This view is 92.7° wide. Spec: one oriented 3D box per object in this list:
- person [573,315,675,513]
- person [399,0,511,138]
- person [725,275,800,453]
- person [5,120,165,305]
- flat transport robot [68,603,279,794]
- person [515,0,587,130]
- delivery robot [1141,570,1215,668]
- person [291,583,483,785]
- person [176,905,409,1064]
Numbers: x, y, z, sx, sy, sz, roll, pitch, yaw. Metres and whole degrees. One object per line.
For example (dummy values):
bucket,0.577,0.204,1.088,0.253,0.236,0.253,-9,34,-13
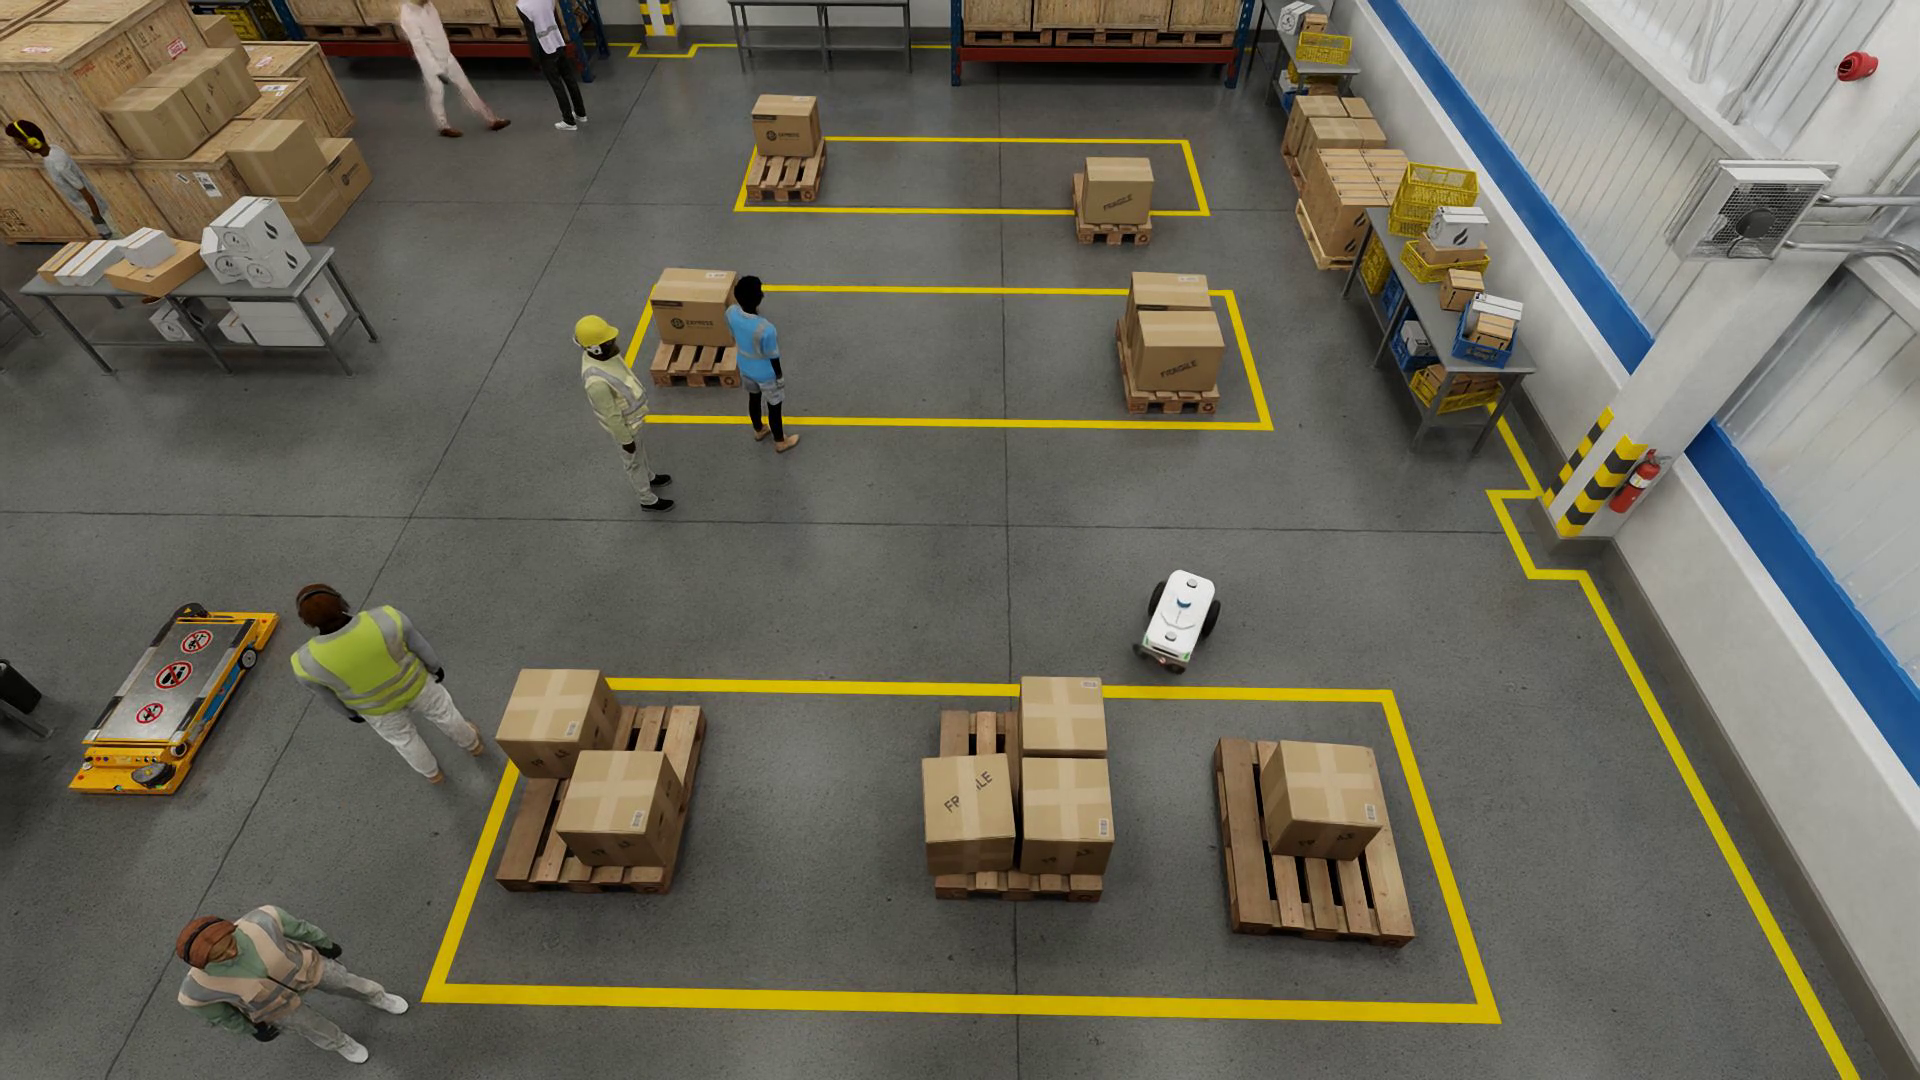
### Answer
person,-2.610,-0.970,7.151,0.403,1.837,0.590,-11,51,-9
person,-6.362,-5.895,11.302,0.970,1.857,0.658,8,50,7
person,-1.657,-1.439,7.644,0.527,1.690,0.318,31,57,24
person,-8.538,-3.209,9.028,0.328,1.865,0.519,-36,58,-26
flat transport robot,-5.504,1.072,6.442,0.652,0.197,1.431,1,50,1
person,-5.145,-6.151,11.480,0.391,1.922,0.587,18,52,14
delivery robot,1.584,0.564,6.628,0.477,0.478,0.707,20,53,16
person,-3.470,0.889,5.583,0.614,1.835,0.428,-35,58,-26
person,-3.348,2.224,4.582,0.313,1.634,0.514,19,52,15
